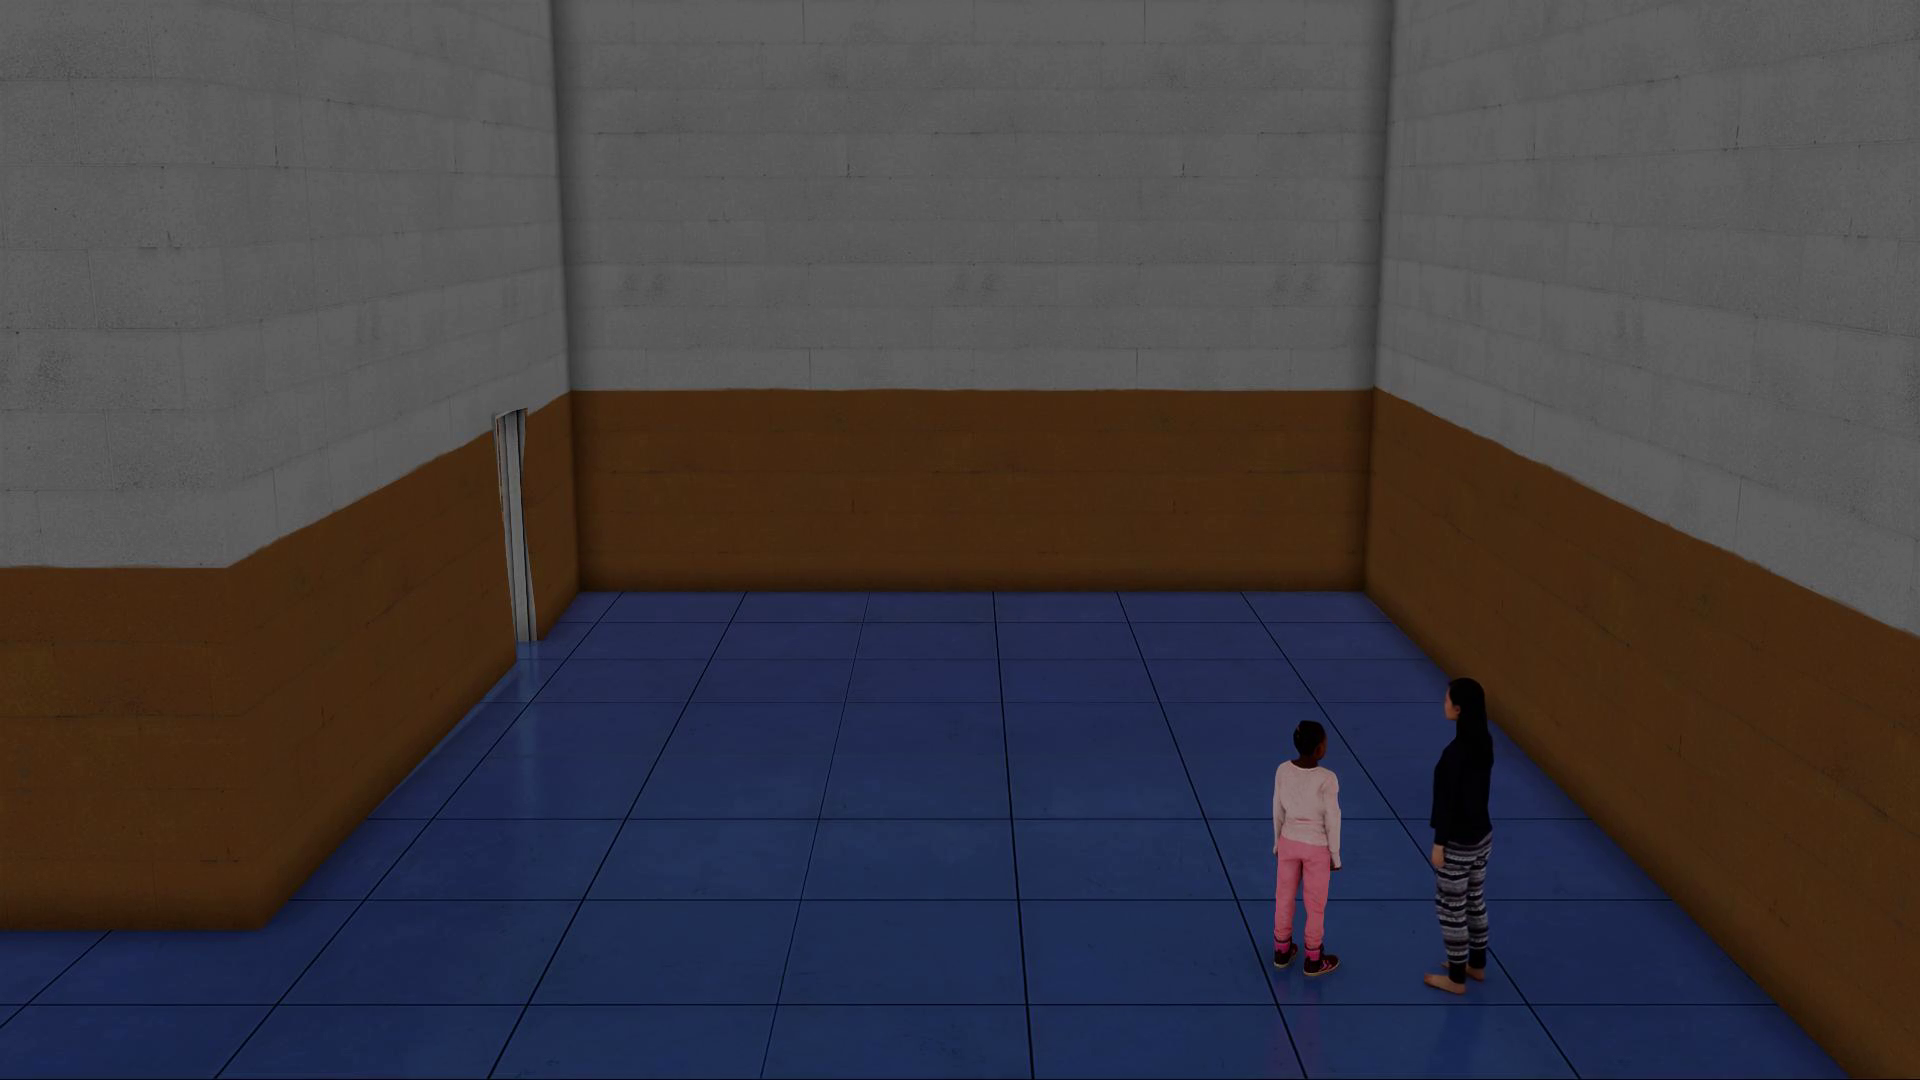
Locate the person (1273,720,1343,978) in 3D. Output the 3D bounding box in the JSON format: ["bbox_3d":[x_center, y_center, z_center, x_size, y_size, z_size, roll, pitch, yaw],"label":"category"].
[{"bbox_3d":[1.900,1.669,9.160,0.603,1.445,0.684,9,15,38],"label":"person"}]

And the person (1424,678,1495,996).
[{"bbox_3d":[2.708,1.574,8.916,0.667,1.730,0.729,-11,16,-43],"label":"person"}]
